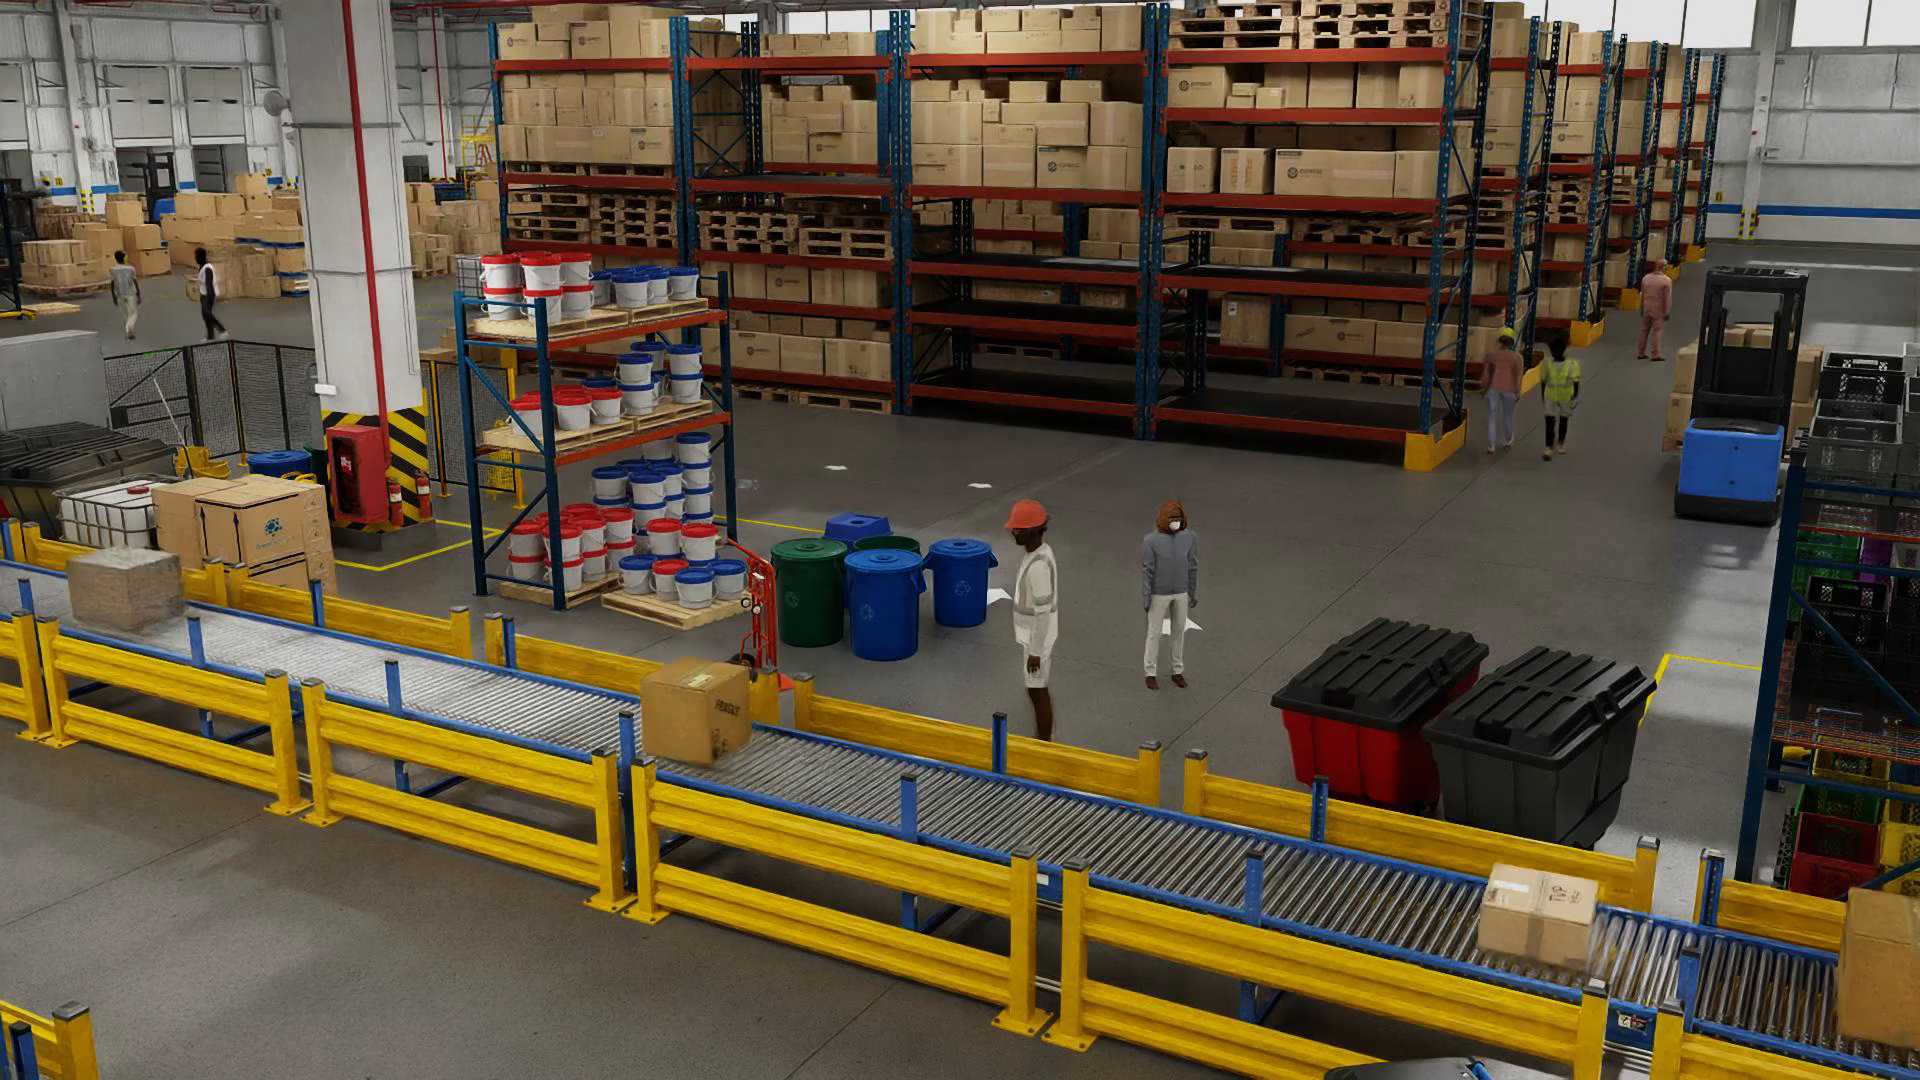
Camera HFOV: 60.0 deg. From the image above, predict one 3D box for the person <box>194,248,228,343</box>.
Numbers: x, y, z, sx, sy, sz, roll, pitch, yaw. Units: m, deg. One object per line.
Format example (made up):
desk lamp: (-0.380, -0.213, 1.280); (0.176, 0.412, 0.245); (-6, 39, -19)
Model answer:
person: (-15.122, -4.907, 33.408); (0.431, 1.905, 0.620); (-11, 19, -36)

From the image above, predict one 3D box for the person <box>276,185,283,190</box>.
person: (-23.802, -11.493, 58.247); (0.638, 1.873, 0.896); (13, 20, 41)

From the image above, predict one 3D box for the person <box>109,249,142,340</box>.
person: (-16.892, -4.947, 33.672); (0.532, 1.849, 0.630); (-2, 15, -9)

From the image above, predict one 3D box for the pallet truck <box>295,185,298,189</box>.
pallet truck: (-26.804, -14.617, 69.738); (1.885, 1.965, 0.823); (-14, 20, -42)

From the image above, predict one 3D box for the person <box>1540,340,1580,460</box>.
person: (8.181, -1.933, 22.748); (0.535, 1.635, 0.916); (6, 16, 23)

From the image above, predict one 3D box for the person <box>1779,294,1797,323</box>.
person: (15.665, -4.249, 31.482); (0.287, 1.629, 0.499); (4, 15, 14)

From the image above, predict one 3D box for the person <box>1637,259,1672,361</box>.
person: (13.044, -4.306, 31.178); (0.400, 1.899, 0.649); (-9, 17, -30)

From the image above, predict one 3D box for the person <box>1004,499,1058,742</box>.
person: (0.511, 0.695, 12.095); (0.396, 2.038, 0.615); (0, 15, 1)

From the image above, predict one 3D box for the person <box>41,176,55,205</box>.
person: (-34.636, -12.866, 63.309); (0.612, 1.912, 0.500); (12, 19, 37)

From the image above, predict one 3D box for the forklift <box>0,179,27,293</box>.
forklift: (-24.171, -7.740, 42.199); (1.873, 2.768, 1.129); (8, 17, 28)

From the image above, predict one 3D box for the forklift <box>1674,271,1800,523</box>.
forklift: (9.269, -1.763, 19.726); (1.129, 2.768, 1.873); (8, 17, 27)

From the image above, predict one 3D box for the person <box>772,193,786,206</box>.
person: (-5.950, -10.768, 55.572); (0.622, 1.844, 0.429); (2, 15, 7)

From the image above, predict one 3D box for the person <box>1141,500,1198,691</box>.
person: (1.733, 0.452, 13.806); (0.494, 1.624, 0.279); (-5, 16, -18)

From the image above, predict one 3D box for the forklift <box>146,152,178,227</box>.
forklift: (-30.070, -13.240, 62.873); (1.873, 2.768, 1.129); (8, 17, 28)

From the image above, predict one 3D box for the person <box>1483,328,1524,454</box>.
person: (7.560, -2.094, 23.180); (0.543, 1.724, 0.879); (8, 17, 26)
